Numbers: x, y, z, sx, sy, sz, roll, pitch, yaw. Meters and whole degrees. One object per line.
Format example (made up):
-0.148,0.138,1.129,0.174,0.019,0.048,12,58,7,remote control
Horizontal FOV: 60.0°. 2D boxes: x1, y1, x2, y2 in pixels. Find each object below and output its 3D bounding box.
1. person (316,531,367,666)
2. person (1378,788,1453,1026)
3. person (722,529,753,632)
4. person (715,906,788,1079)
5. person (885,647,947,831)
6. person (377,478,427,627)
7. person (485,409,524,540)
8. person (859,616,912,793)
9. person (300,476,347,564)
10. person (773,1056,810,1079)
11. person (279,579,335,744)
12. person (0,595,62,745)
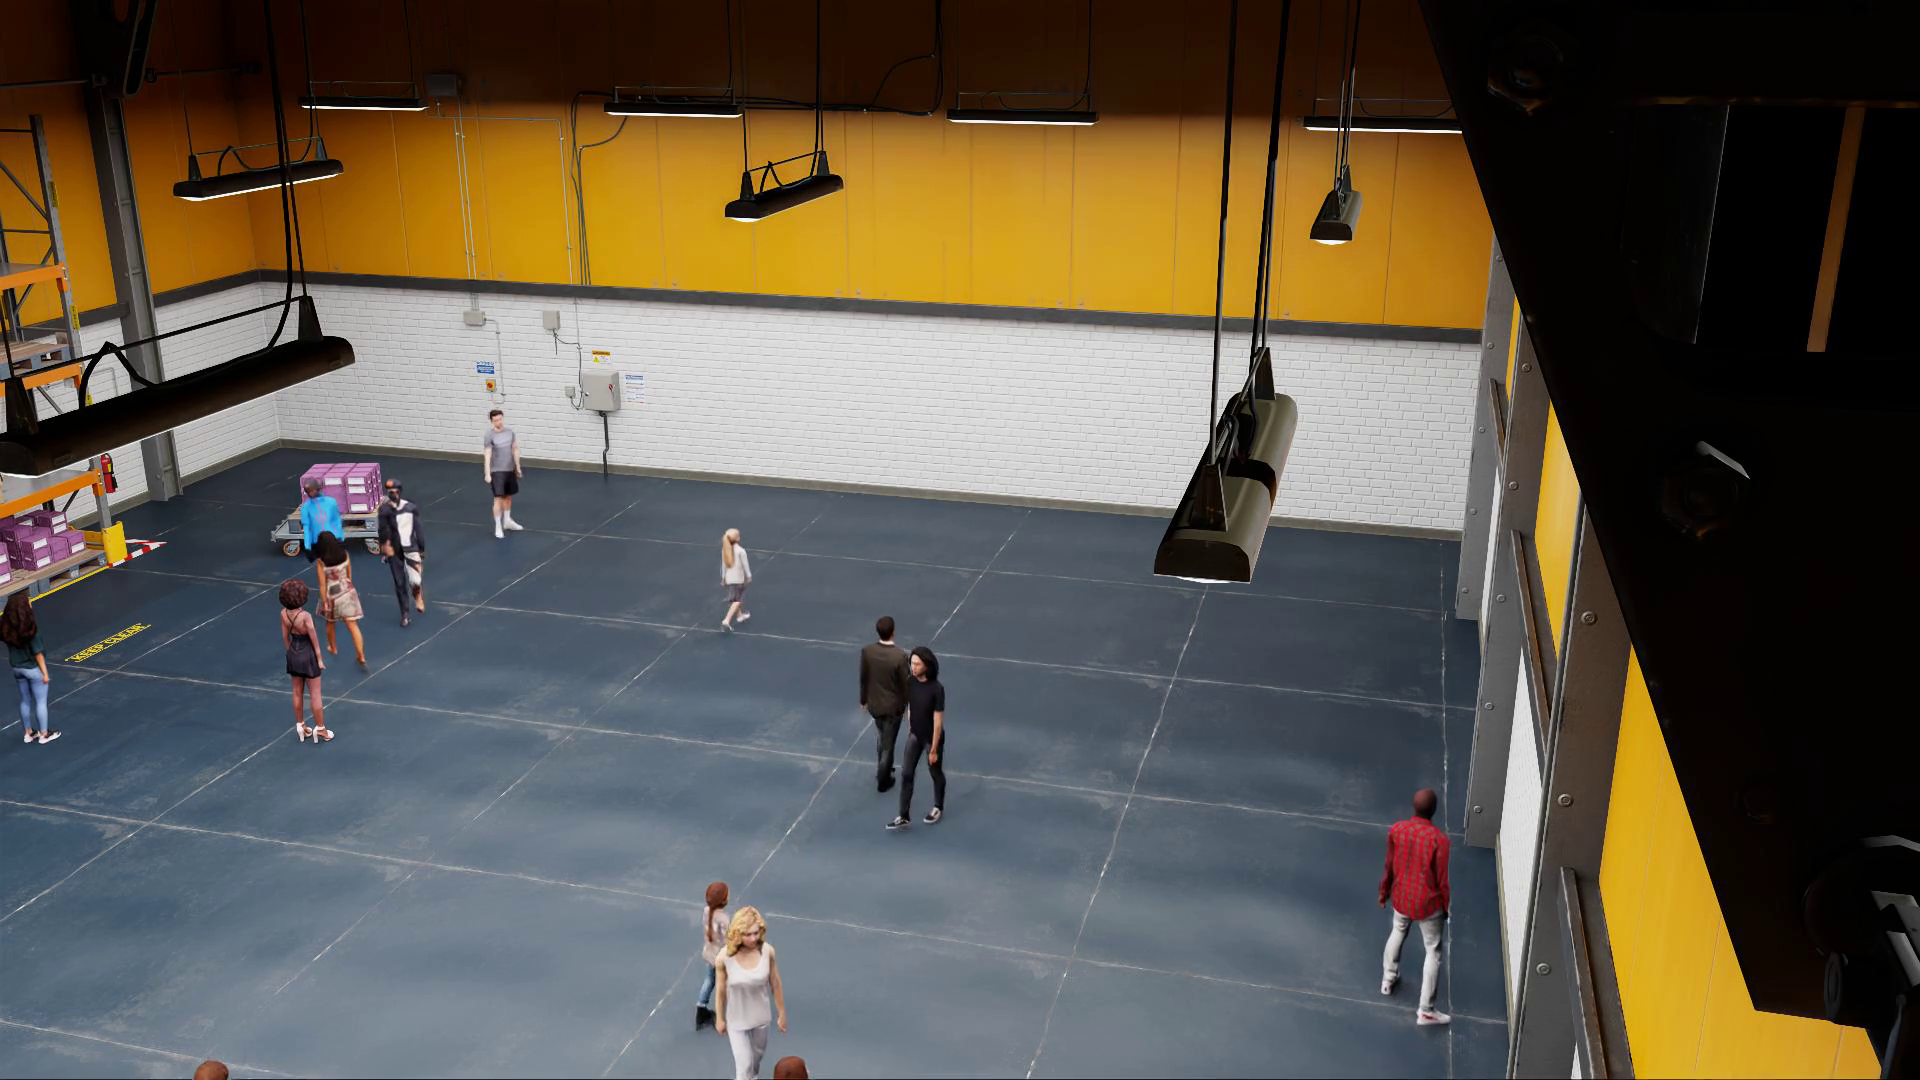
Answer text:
-7.151,0.706,19.267,1.158,1.595,1.114,-14,23,-37,person
3.503,2.763,12.831,1.066,1.803,1.074,-17,25,-40,person
-2.790,0.493,20.427,0.665,1.258,0.896,12,22,32,person
-1.477,3.266,11.583,0.939,1.648,1.037,-7,20,-21,person
-0.254,1.813,15.634,0.916,1.815,1.055,16,24,39,person
-6.877,0.117,20.573,0.863,1.878,0.922,-4,19,-13,person
-6.626,-1.008,23.956,0.959,1.850,0.838,9,20,24,person
-0.760,1.621,16.232,0.775,1.797,0.774,9,20,24,person
-7.996,0.017,21.046,0.779,1.764,0.830,-11,21,-29,person
-0.978,3.809,9.849,0.701,1.724,0.670,-14,23,-36,person
-6.838,1.259,17.321,0.570,1.789,0.542,6,20,18,person
-9.712,1.344,17.342,0.572,1.615,0.570,5,19,14,person
